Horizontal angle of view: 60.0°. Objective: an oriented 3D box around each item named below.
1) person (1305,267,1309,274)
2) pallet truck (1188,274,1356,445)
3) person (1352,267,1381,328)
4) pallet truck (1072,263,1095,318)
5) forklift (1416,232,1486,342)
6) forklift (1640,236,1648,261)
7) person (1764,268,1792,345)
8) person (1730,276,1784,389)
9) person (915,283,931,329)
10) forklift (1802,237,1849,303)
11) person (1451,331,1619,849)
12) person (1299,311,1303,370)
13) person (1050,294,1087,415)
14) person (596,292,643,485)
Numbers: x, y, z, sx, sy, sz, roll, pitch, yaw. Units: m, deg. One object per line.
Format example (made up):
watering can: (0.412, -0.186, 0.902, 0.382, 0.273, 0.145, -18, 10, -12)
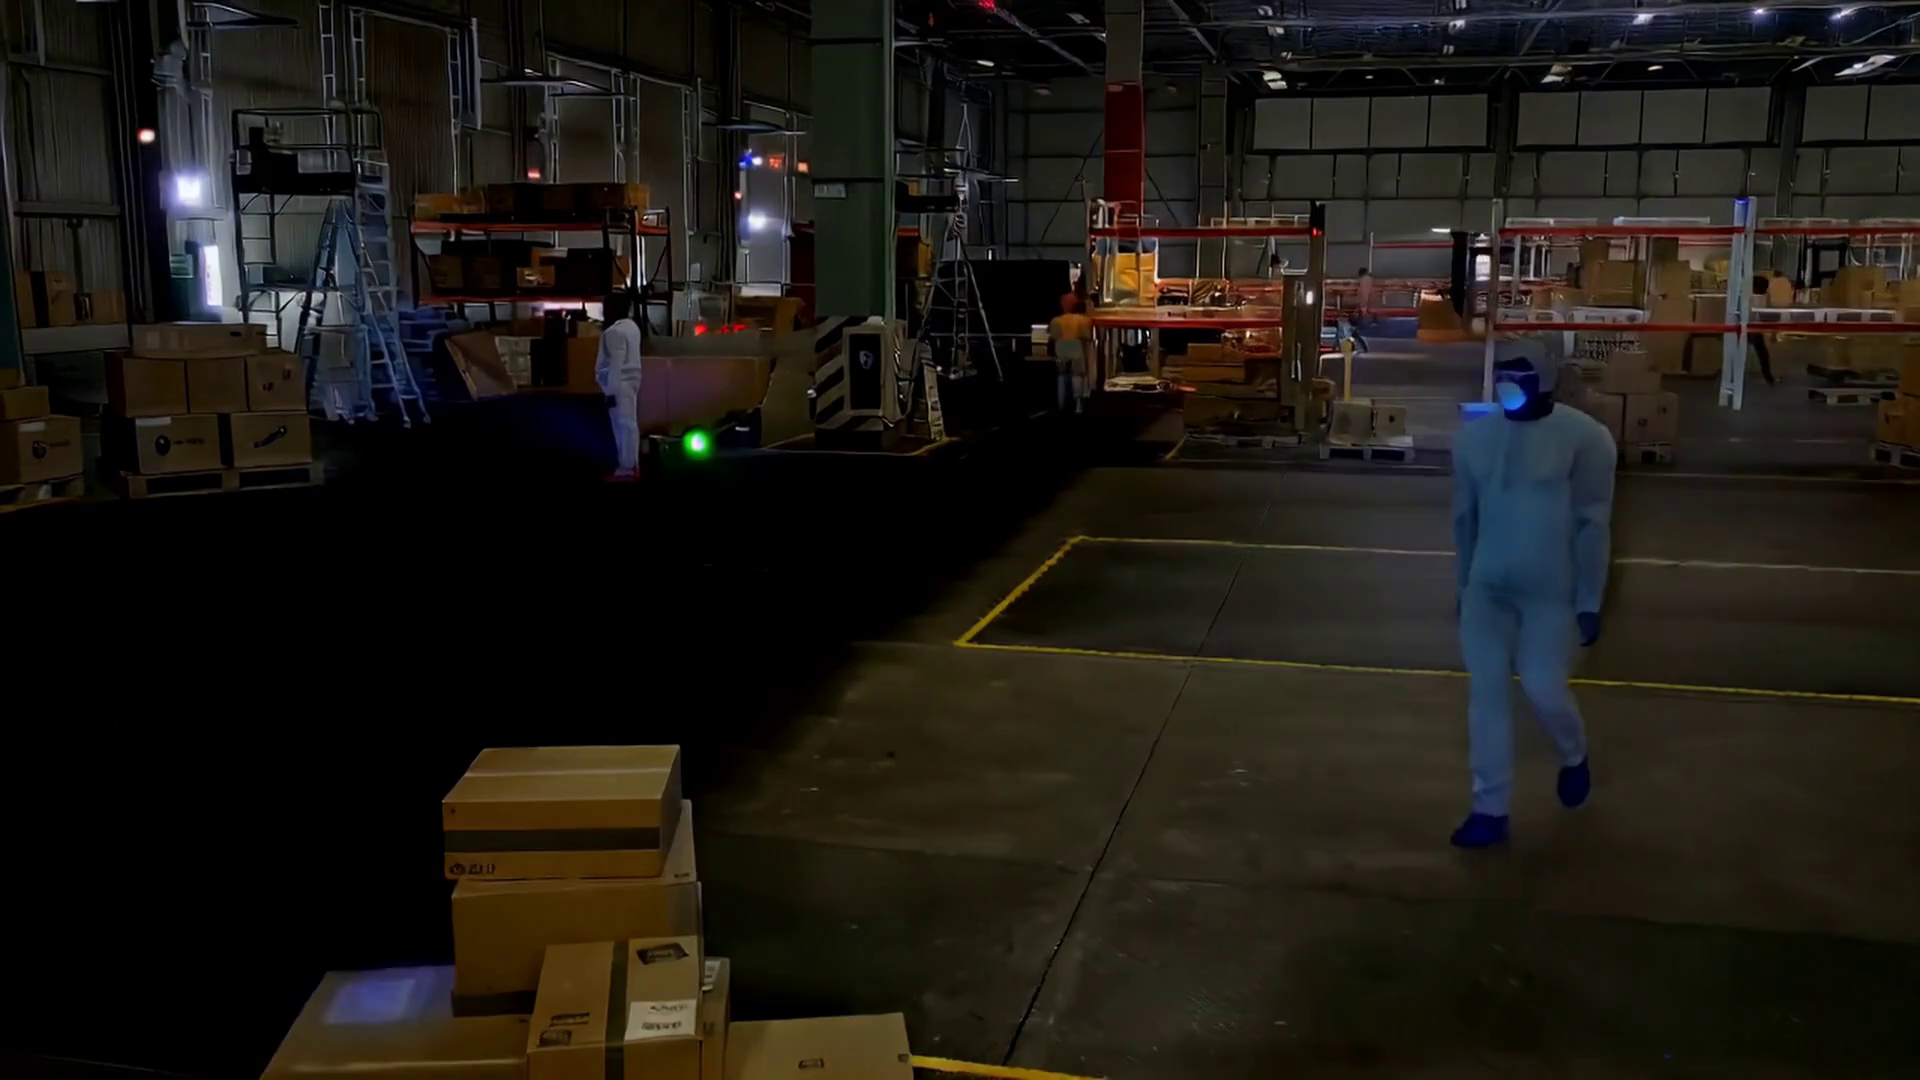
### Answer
person: (9.504, -6.467, 45.306, 0.565, 1.916, 0.510, 9, 13, 42)
pallet truck: (3.653, -2.138, 19.590, 1.885, 1.965, 0.823, -4, 10, -20)
person: (12.617, -7.528, 51.630, 0.959, 1.904, 0.643, 6, 11, 31)
pallet truck: (4.325, -8.180, 55.162, 0.823, 1.965, 1.885, 6, 11, 31)
forklift: (12.823, -6.543, 42.926, 1.873, 2.768, 1.129, 2, 10, 14)
forklift: (21.121, -7.887, 50.839, 1.129, 2.768, 1.873, -9, 13, -41)
person: (20.310, -5.799, 41.356, 0.649, 1.924, 0.588, 4, 10, 22)
person: (13.230, -3.426, 27.542, 0.985, 1.871, 0.592, -3, 10, -15)
person: (-1.098, -7.377, 50.644, 0.544, 1.930, 0.388, -5, 11, -26)
forklift: (27.367, -8.161, 52.455, 1.129, 2.768, 1.873, 2, 10, 14)
person: (2.132, 0.175, 6.217, 0.633, 1.914, 0.676, 9, 13, 42)
person: (6.741, -4.127, 32.063, 0.484, 1.739, 0.319, -8, 13, -40)
person: (1.503, -2.531, 22.813, 0.541, 1.682, 0.516, -2, 10, -11)
person: (-3.278, -1.449, 15.989, 0.429, 1.845, 0.621, 1, 10, 6)
